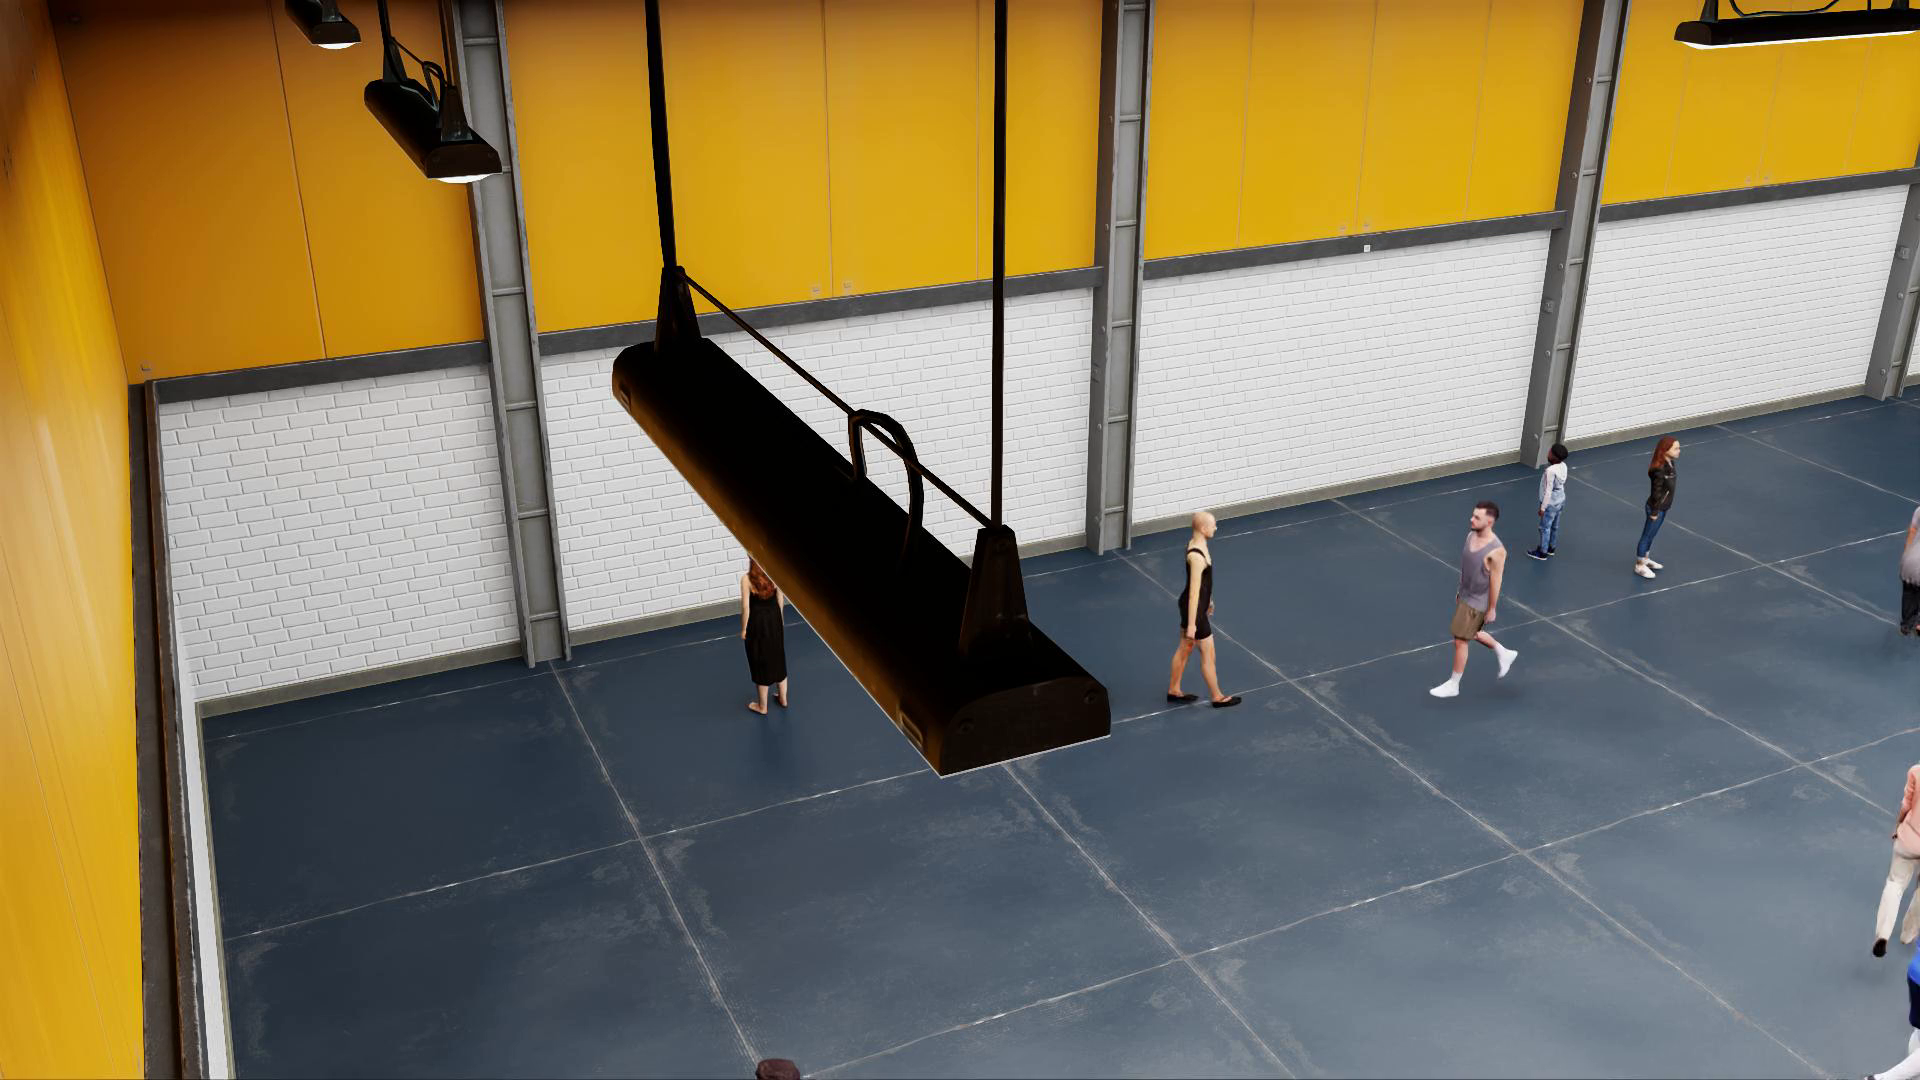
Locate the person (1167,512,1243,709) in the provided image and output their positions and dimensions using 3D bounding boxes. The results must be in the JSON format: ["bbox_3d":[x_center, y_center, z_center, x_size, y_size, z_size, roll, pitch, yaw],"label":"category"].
[{"bbox_3d":[1.947,0.608,14.357,1.022,1.799,0.921,2,24,4],"label":"person"}]

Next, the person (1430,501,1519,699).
[{"bbox_3d":[4.520,0.502,14.339,1.163,1.824,0.801,-4,24,-10],"label":"person"}]

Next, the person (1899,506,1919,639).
[{"bbox_3d":[9.029,0.209,15.525,0.791,1.595,0.882,18,29,35],"label":"person"}]

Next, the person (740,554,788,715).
[{"bbox_3d":[-1.681,0.732,14.290,0.558,1.626,0.674,-16,28,-33],"label":"person"}]

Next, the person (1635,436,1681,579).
[{"bbox_3d":[7.120,-0.364,16.977,0.693,1.483,0.579,16,28,32],"label":"person"}]

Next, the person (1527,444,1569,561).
[{"bbox_3d":[6.177,-0.412,17.364,0.487,1.260,0.583,-18,30,-36],"label":"person"}]

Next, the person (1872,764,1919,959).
[{"bbox_3d":[6.447,2.065,11.143,0.863,1.705,1.050,18,29,35],"label":"person"}]
